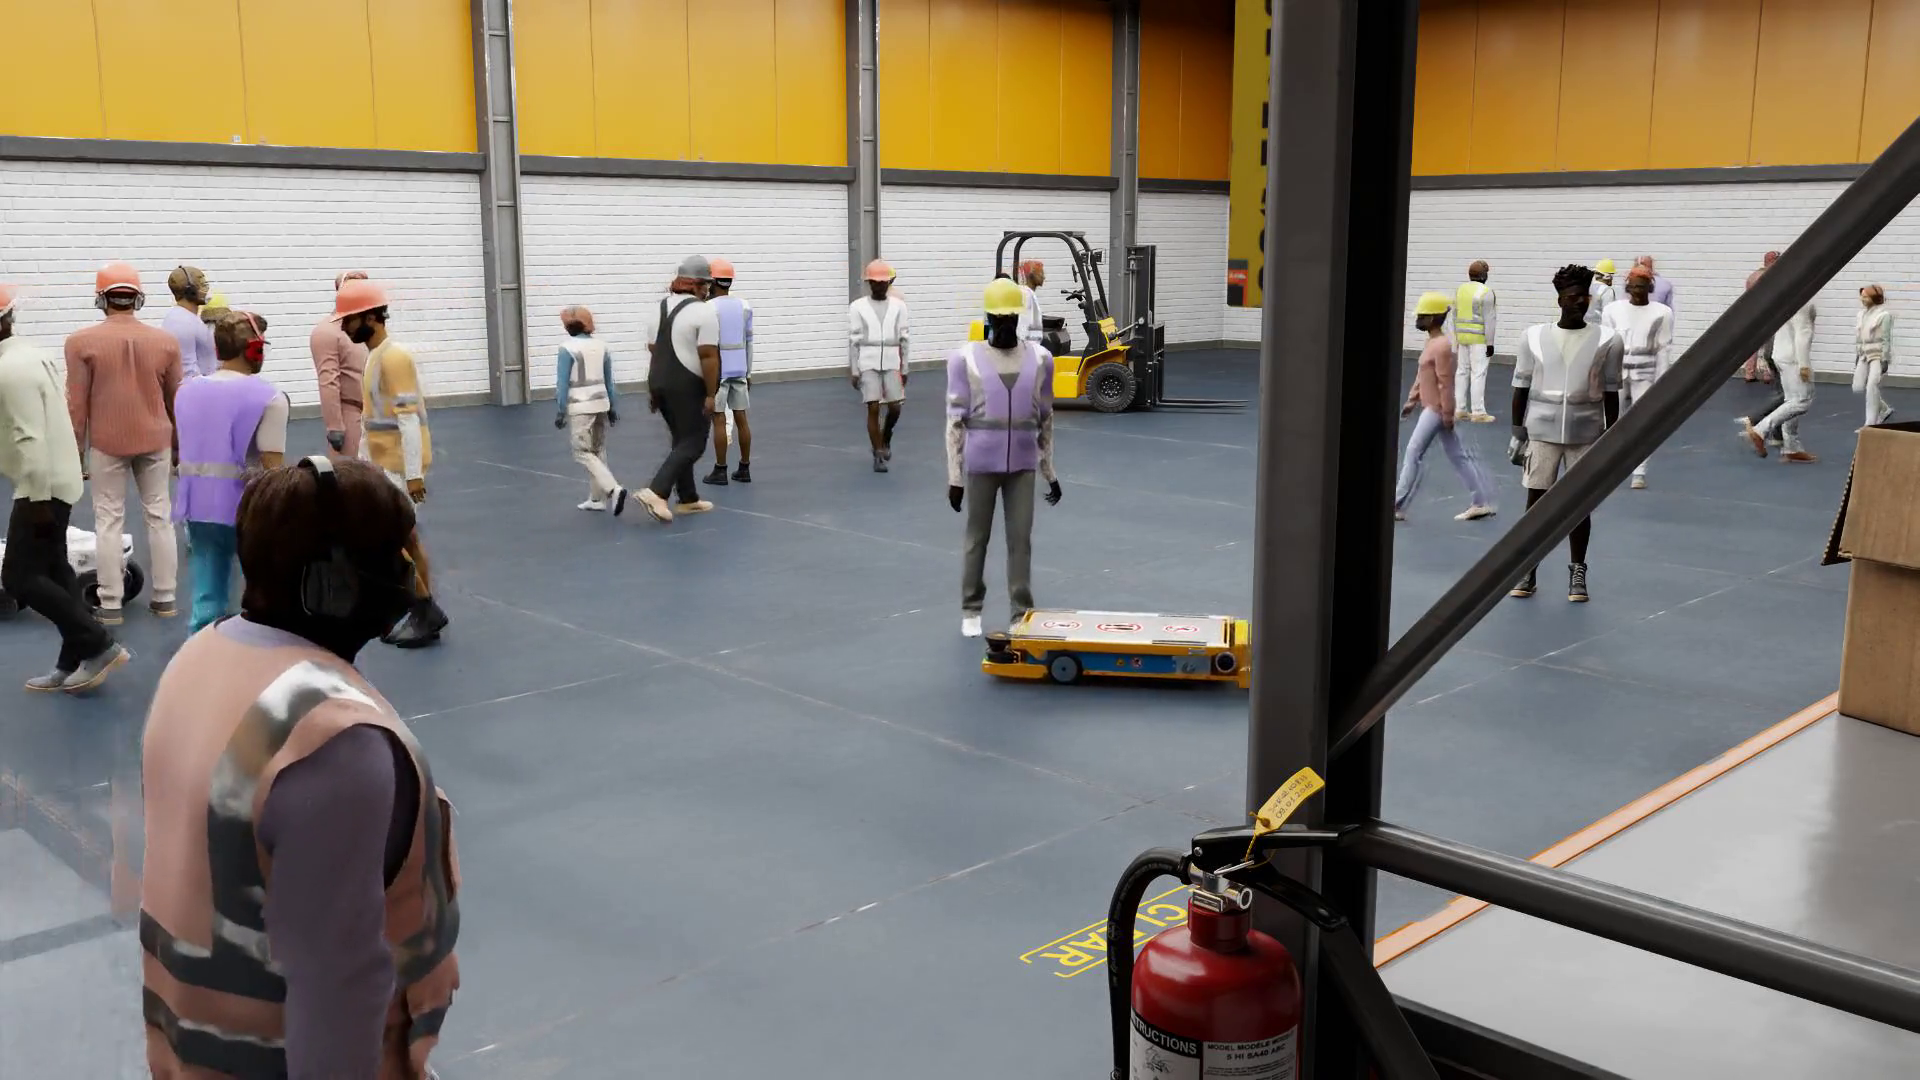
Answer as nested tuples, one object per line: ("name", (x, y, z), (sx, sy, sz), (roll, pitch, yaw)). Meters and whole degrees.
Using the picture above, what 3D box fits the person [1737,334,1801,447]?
("person", (8.161, -1.812, 16.626), (0.636, 1.830, 0.520), (-1, 10, -3))

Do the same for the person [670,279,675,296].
("person", (-3.322, -2.328, 19.947), (0.507, 1.631, 0.267), (6, 12, 31))

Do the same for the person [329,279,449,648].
("person", (-2.962, -0.391, 8.633), (0.473, 1.908, 0.586), (-5, 12, -26))

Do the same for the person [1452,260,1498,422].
("person", (5.925, -2.276, 19.091), (0.429, 1.847, 0.627), (-4, 11, -23))

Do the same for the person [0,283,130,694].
("person", (-4.280, -0.227, 7.639), (0.556, 1.956, 0.660), (-5, 11, -25))

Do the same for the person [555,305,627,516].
("person", (-2.762, -0.973, 12.606), (0.651, 1.614, 0.526), (6, 12, 29))

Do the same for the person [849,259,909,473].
("person", (-0.737, -1.587, 15.118), (0.549, 1.920, 0.559), (-2, 11, -13))

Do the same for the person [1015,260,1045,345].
("person", (0.748, -2.044, 17.749), (0.420, 1.870, 0.609), (1, 10, 7))

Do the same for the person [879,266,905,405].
("person", (-0.913, -2.553, 20.820), (0.531, 1.768, 0.311), (8, 13, 39))

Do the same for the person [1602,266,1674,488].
("person", (5.709, -1.374, 14.087), (0.596, 1.873, 0.387), (6, 12, 29))

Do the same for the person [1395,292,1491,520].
("person", (3.546, -0.980, 12.379), (0.939, 1.714, 0.524), (2, 11, 13))

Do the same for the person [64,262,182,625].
("person", (-4.599, -0.533, 9.203), (0.618, 1.988, 0.400), (-10, 14, -44))

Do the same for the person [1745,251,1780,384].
("person", (11.672, -3.218, 24.057), (0.399, 1.909, 0.642), (-5, 12, -27))

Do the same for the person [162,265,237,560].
("person", (-5.044, -0.838, 10.993), (0.370, 1.940, 0.631), (-4, 11, -23))

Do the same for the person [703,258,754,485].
("person", (-2.026, -1.438, 14.261), (0.543, 1.939, 0.361), (-9, 13, -39))

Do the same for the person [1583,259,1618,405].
("person", (8.095, -2.627, 21.044), (0.404, 1.827, 0.602), (-2, 11, -12))

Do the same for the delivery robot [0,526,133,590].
("delivery robot", (-5.082, 0.101, 9.392), (0.707, 0.478, 0.477), (-3, 11, -13))

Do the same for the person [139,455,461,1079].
("person", (-0.890, 0.769, 2.556), (0.781, 1.813, 0.642), (-10, 14, -43))

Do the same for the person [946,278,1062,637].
("person", (0.229, -0.422, 8.796), (0.611, 1.926, 0.400), (-3, 11, -14))

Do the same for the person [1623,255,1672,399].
("person", (8.745, -2.706, 21.340), (0.699, 1.874, 0.711), (-1, 10, -3))

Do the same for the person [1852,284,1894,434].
("person", (9.887, -1.947, 17.924), (0.517, 1.618, 0.526), (-2, 11, -9))

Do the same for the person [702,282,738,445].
("person", (-2.531, -1.874, 16.907), (0.619, 1.844, 0.430), (4, 11, 20))

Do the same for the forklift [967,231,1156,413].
("forklift", (1.222, -2.721, 20.561), (2.313, 2.155, 1.214), (2, 11, 13))

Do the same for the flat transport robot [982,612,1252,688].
("flat transport robot", (0.861, 0.519, 8.142), (1.431, 0.197, 0.652), (2, 11, 9))

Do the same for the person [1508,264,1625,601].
("person", (3.532, -0.622, 9.735), (0.613, 1.965, 0.361), (4, 11, 22))

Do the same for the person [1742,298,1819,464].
("person", (7.730, -1.659, 15.494), (0.620, 1.926, 0.648), (2, 11, 13))

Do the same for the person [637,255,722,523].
("person", (-2.141, -1.162, 12.482), (0.700, 2.000, 0.816), (10, 14, 42))

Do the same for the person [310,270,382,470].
("person", (-3.837, -0.765, 10.679), (0.404, 1.911, 0.636), (3, 11, 15))

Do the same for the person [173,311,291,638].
("person", (-3.061, -0.068, 7.156), (0.569, 1.805, 0.772), (3, 11, 14))

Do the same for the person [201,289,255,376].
("person", (-5.864, -1.133, 13.246), (0.487, 1.712, 0.735), (-4, 11, -22))

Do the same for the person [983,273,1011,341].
("person", (0.511, -2.300, 19.639), (0.532, 1.692, 0.320), (-3, 11, -15))
